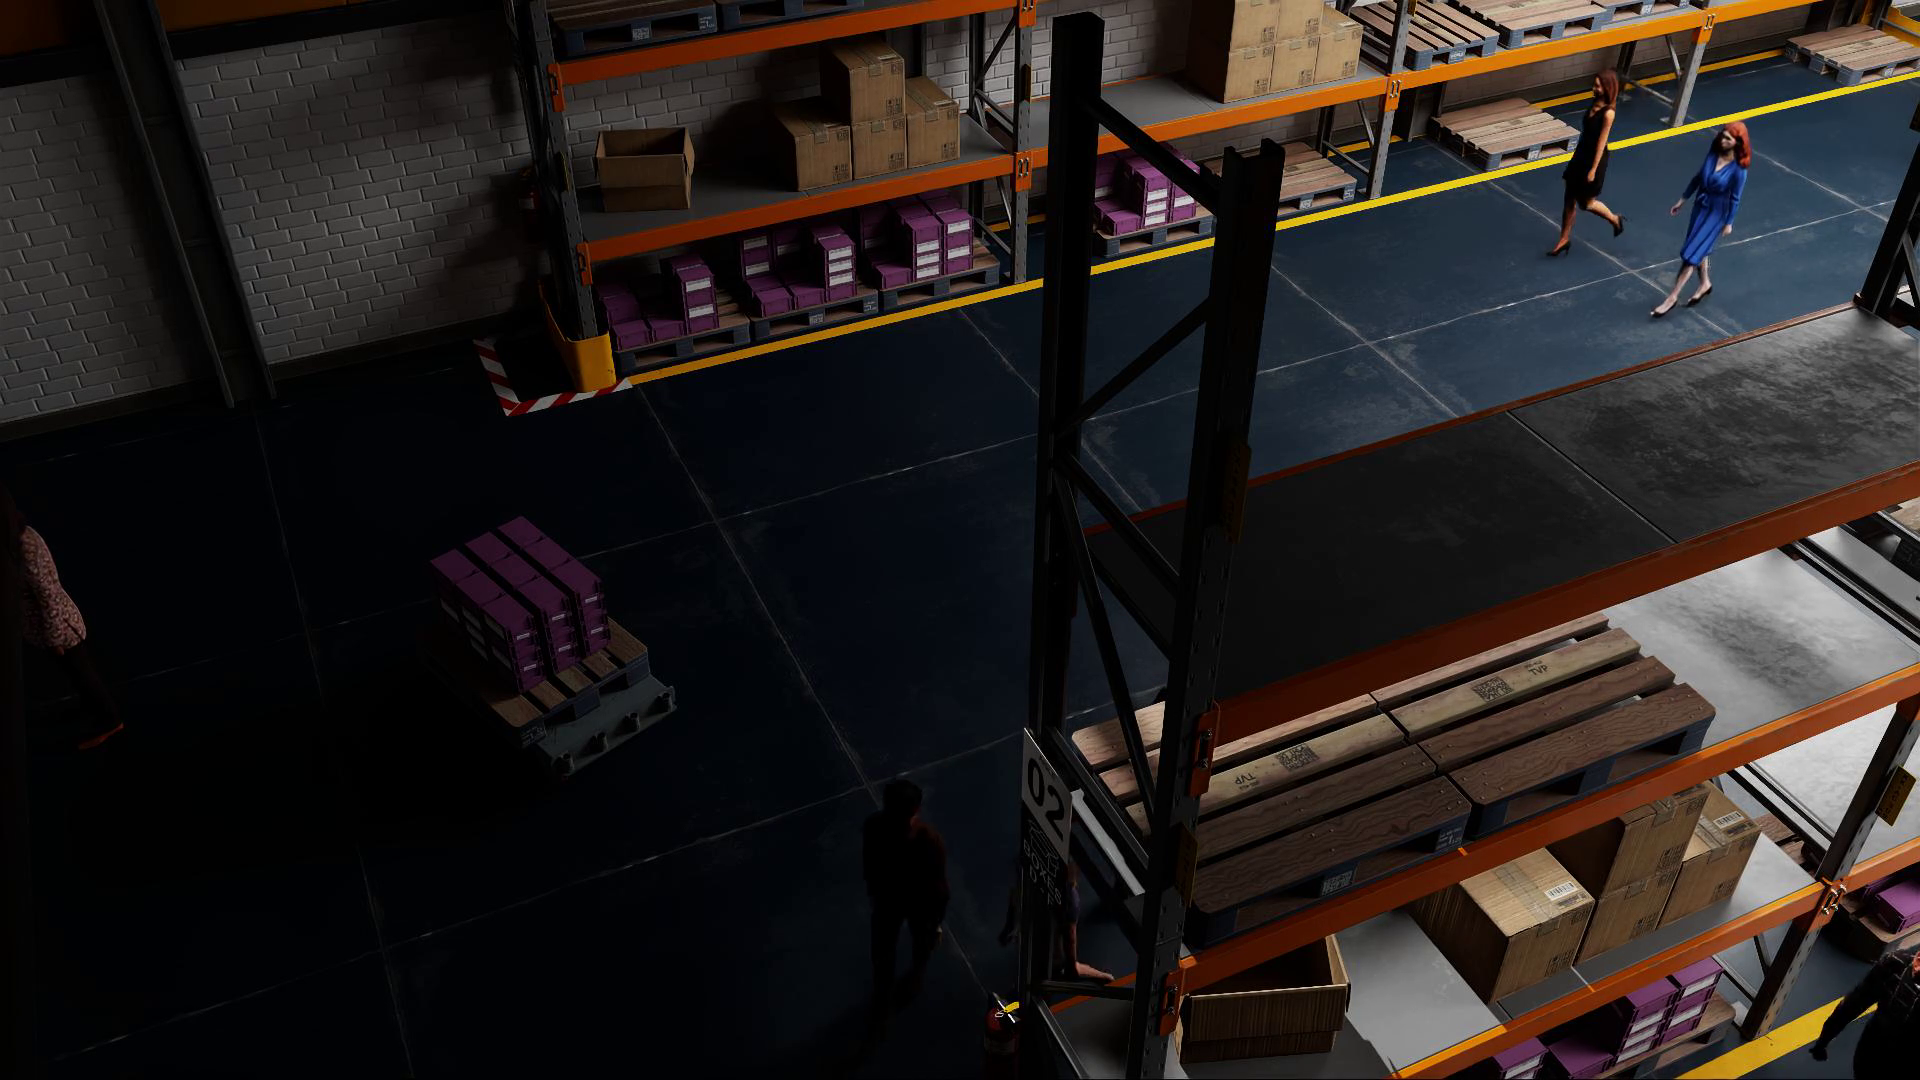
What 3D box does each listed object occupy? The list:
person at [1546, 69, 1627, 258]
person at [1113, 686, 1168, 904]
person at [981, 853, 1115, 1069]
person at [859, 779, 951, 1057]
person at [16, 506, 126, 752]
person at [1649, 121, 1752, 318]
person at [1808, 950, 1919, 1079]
[{"bbox_3d":[5.855,-3.423,15.275,1.011,1.820,0.769,-5,39,-6],"label":"person"},{"bbox_3d":[1.088,1.418,9.310,0.515,1.700,0.689,-24,44,-27],"label":"person"},{"bbox_3d":[0.495,2.040,8.539,1.073,1.690,0.600,-16,41,-20],"label":"person"},{"bbox_3d":[-0.256,1.833,8.751,1.045,1.749,1.100,12,40,15],"label":"person"},{"bbox_3d":[-5.645,0.505,10.366,0.649,1.808,0.718,-24,44,-27],"label":"person"},{"bbox_3d":[6.587,-2.814,14.533,0.963,1.795,0.715,-11,40,-13],"label":"person"},{"bbox_3d":[4.549,2.443,7.954,0.912,1.790,0.786,-19,42,-22],"label":"person"}]
